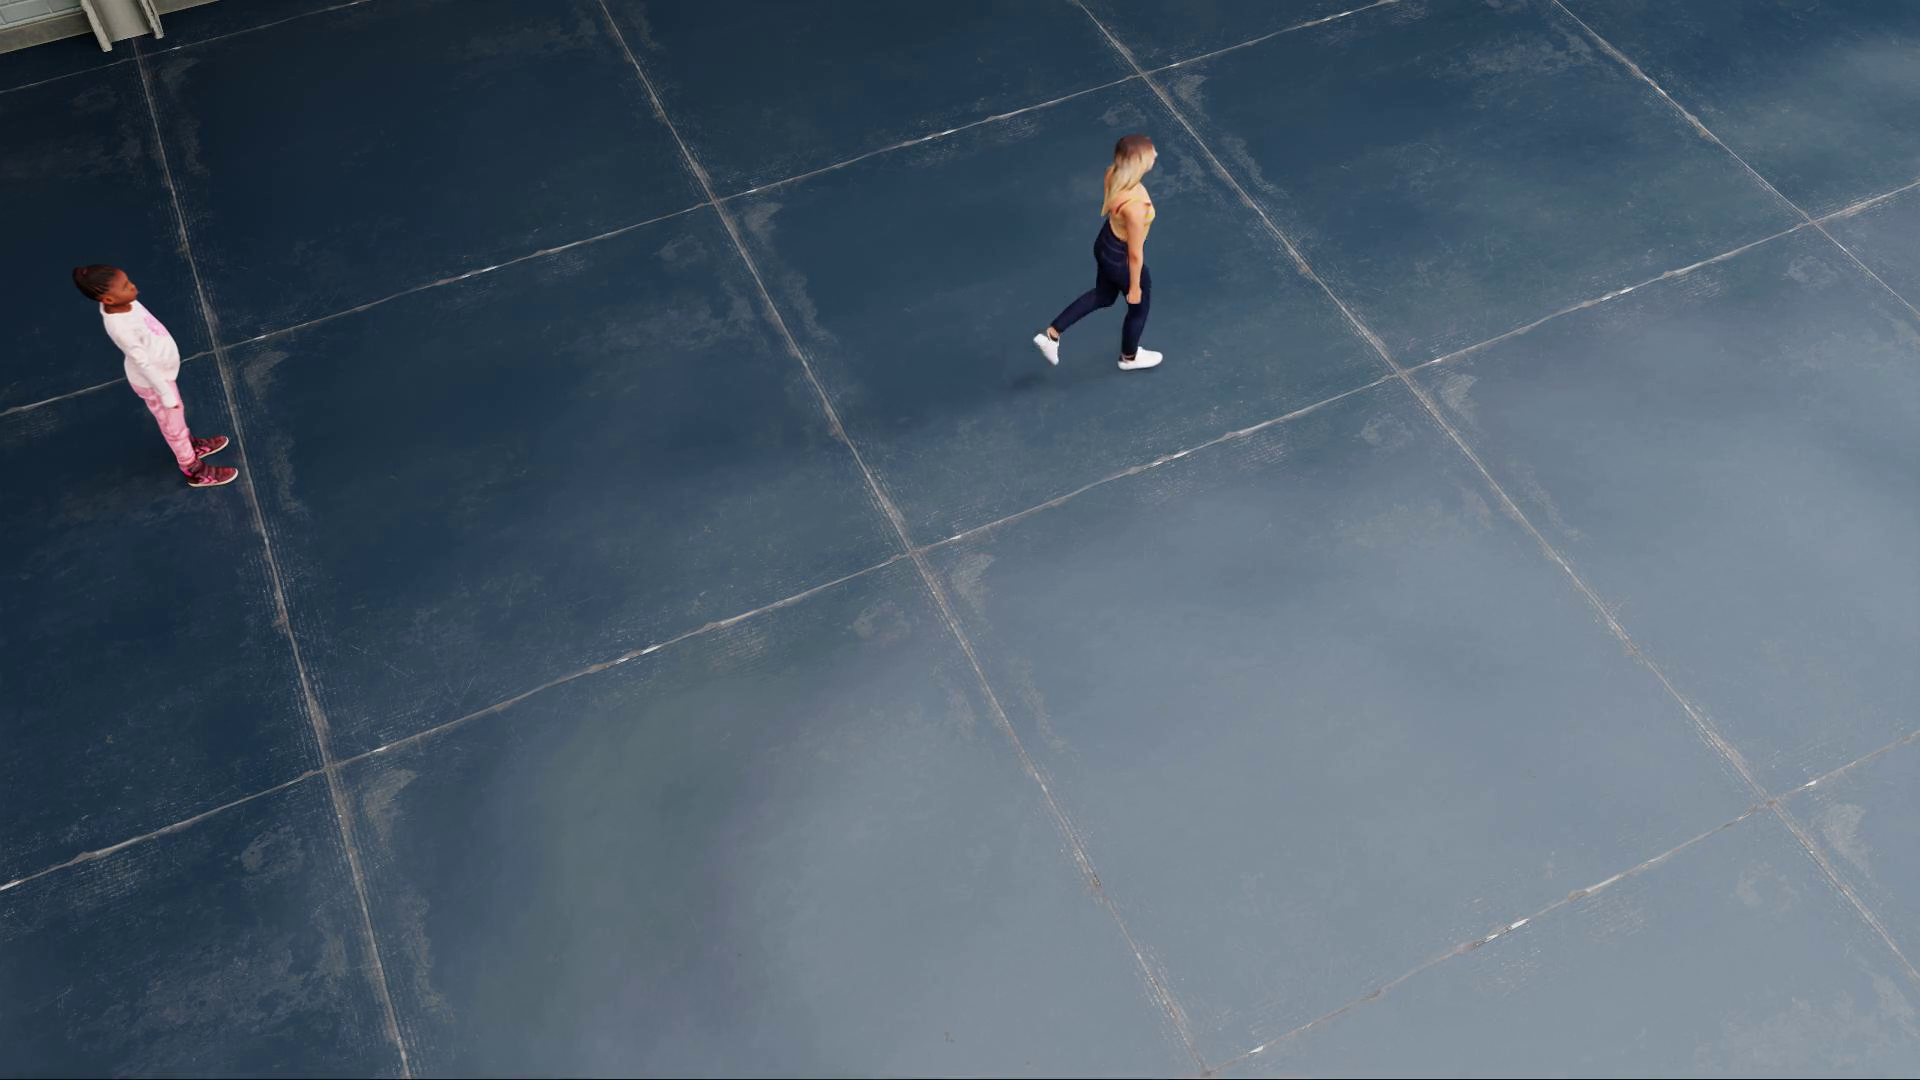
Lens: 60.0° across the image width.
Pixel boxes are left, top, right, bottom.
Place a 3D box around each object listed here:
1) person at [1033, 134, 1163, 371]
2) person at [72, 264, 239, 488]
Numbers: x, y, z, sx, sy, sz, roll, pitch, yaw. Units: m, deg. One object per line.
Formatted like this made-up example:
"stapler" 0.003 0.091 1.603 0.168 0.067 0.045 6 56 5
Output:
"person" 0.771 -1.447 8.719 1.011 1.609 0.679 -12 53 -9
"person" -4.065 -0.844 8.359 0.491 1.442 0.539 -19 55 -14
